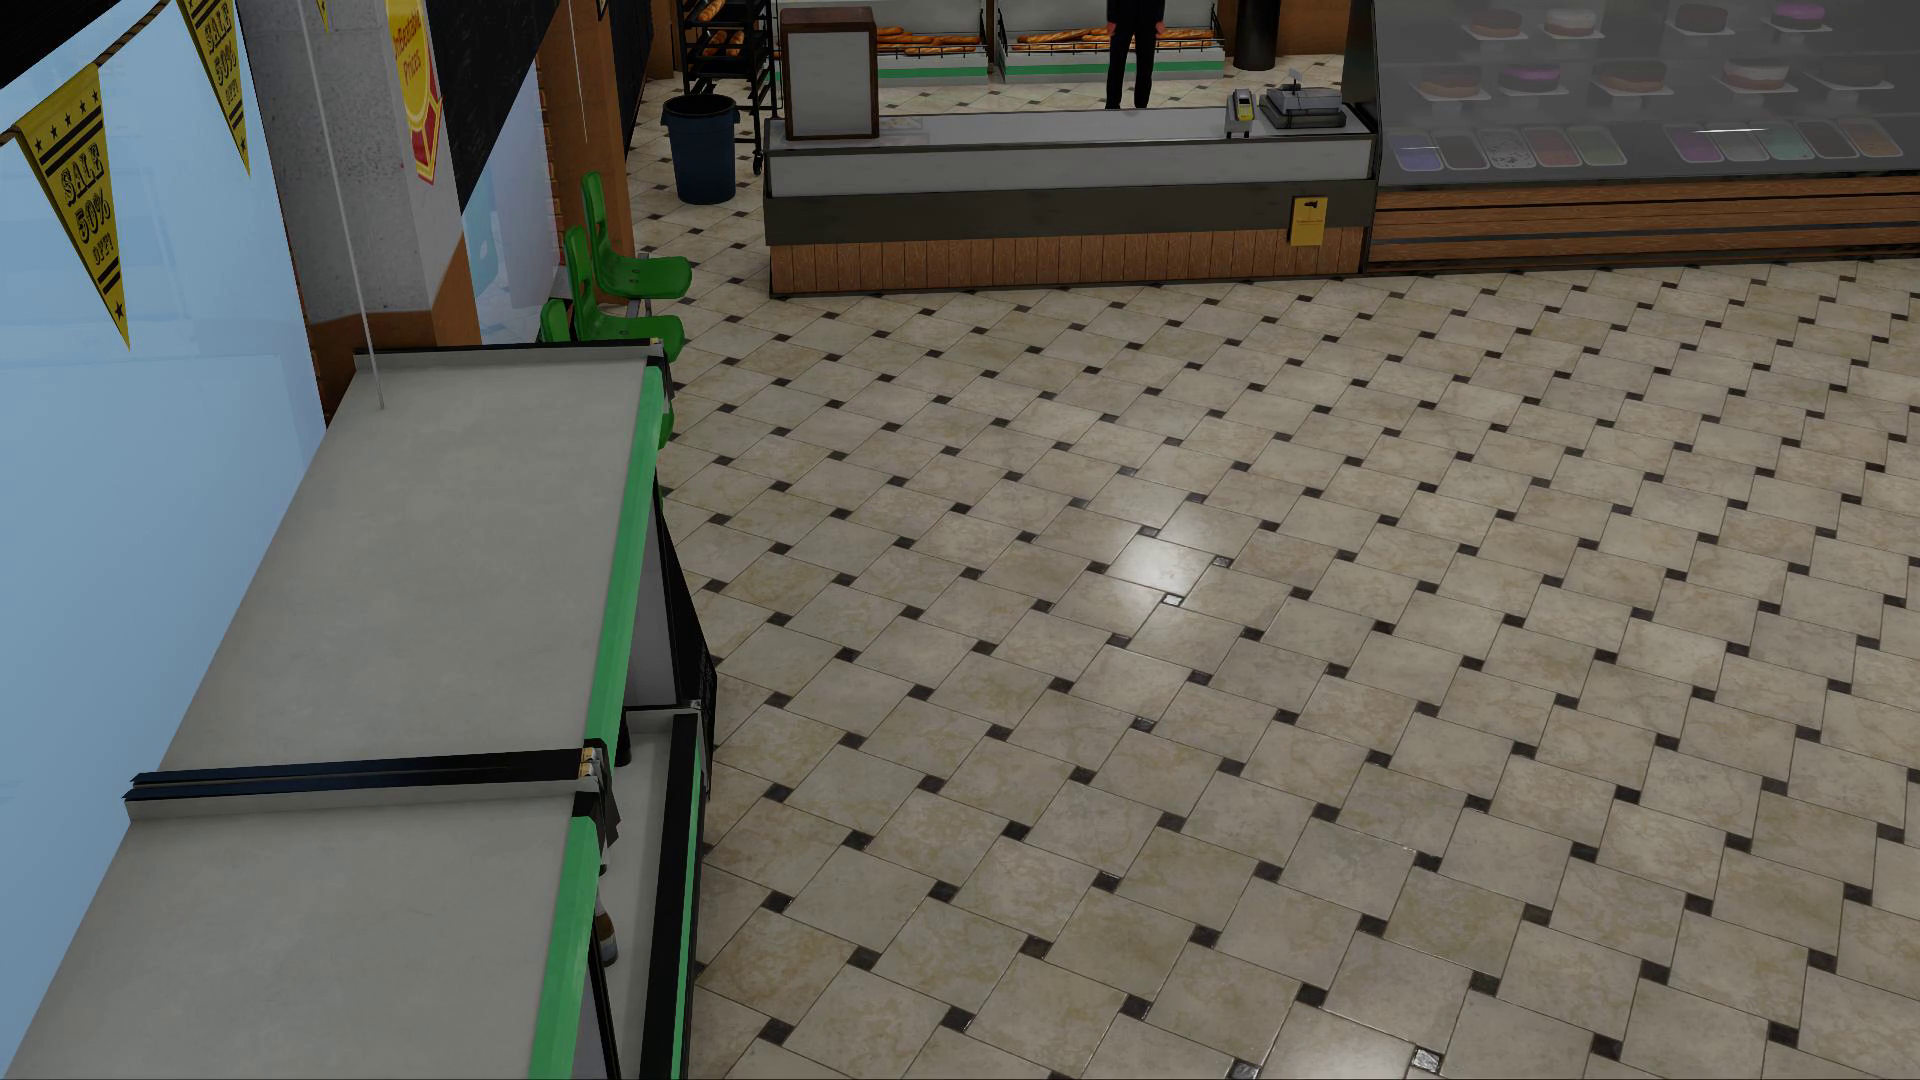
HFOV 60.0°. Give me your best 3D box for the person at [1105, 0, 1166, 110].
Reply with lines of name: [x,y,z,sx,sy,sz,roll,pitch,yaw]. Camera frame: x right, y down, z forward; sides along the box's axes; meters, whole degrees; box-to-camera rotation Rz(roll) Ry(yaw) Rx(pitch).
person: [1.425,-4.245,13.476,0.622,1.868,0.566,-2,32,-3]
